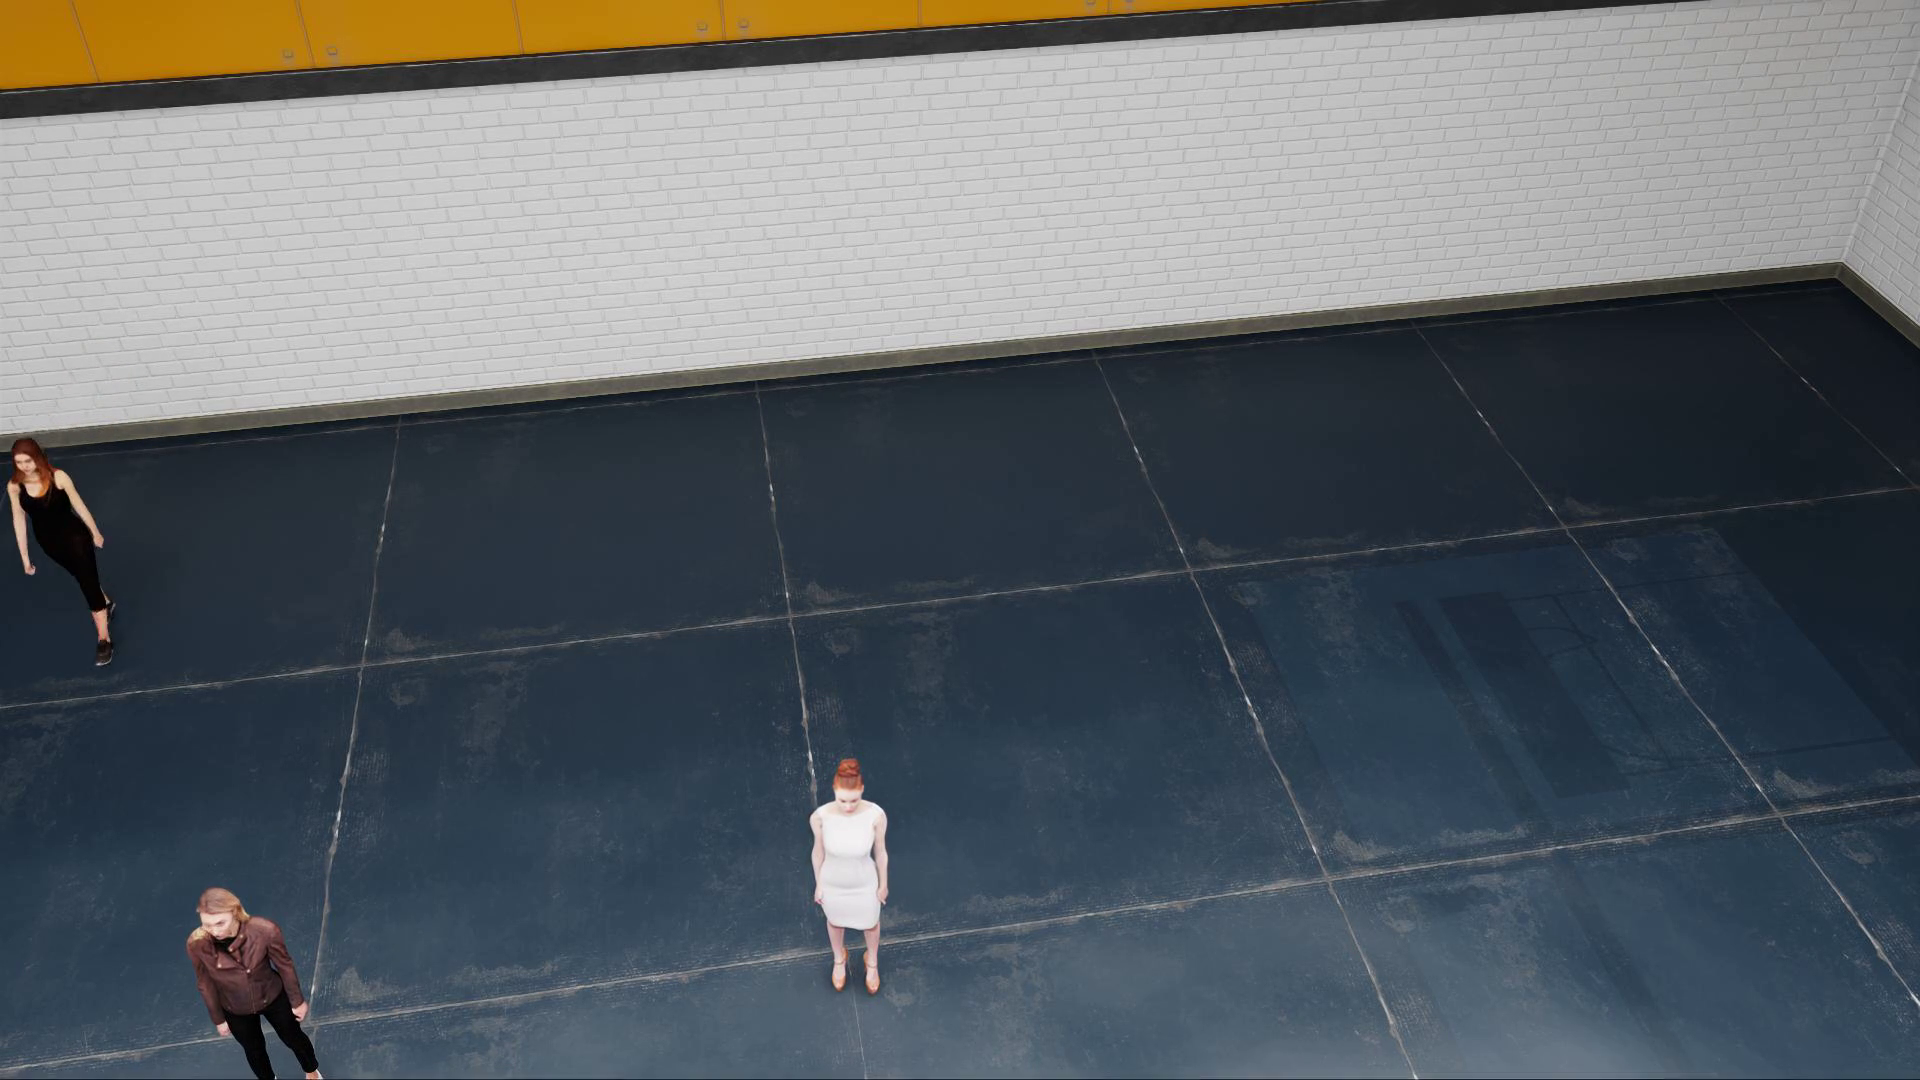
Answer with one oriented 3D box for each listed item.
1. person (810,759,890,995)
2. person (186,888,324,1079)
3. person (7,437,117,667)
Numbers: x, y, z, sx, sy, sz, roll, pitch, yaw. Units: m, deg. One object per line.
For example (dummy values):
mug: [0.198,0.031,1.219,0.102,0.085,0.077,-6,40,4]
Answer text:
person: [-0.588,1.837,9.000,0.588,1.792,0.539,0,39,0]
person: [-3.567,2.339,8.443,0.620,1.704,0.526,-10,40,-12]
person: [-6.125,-0.057,11.448,0.623,1.698,0.984,-4,39,-5]
